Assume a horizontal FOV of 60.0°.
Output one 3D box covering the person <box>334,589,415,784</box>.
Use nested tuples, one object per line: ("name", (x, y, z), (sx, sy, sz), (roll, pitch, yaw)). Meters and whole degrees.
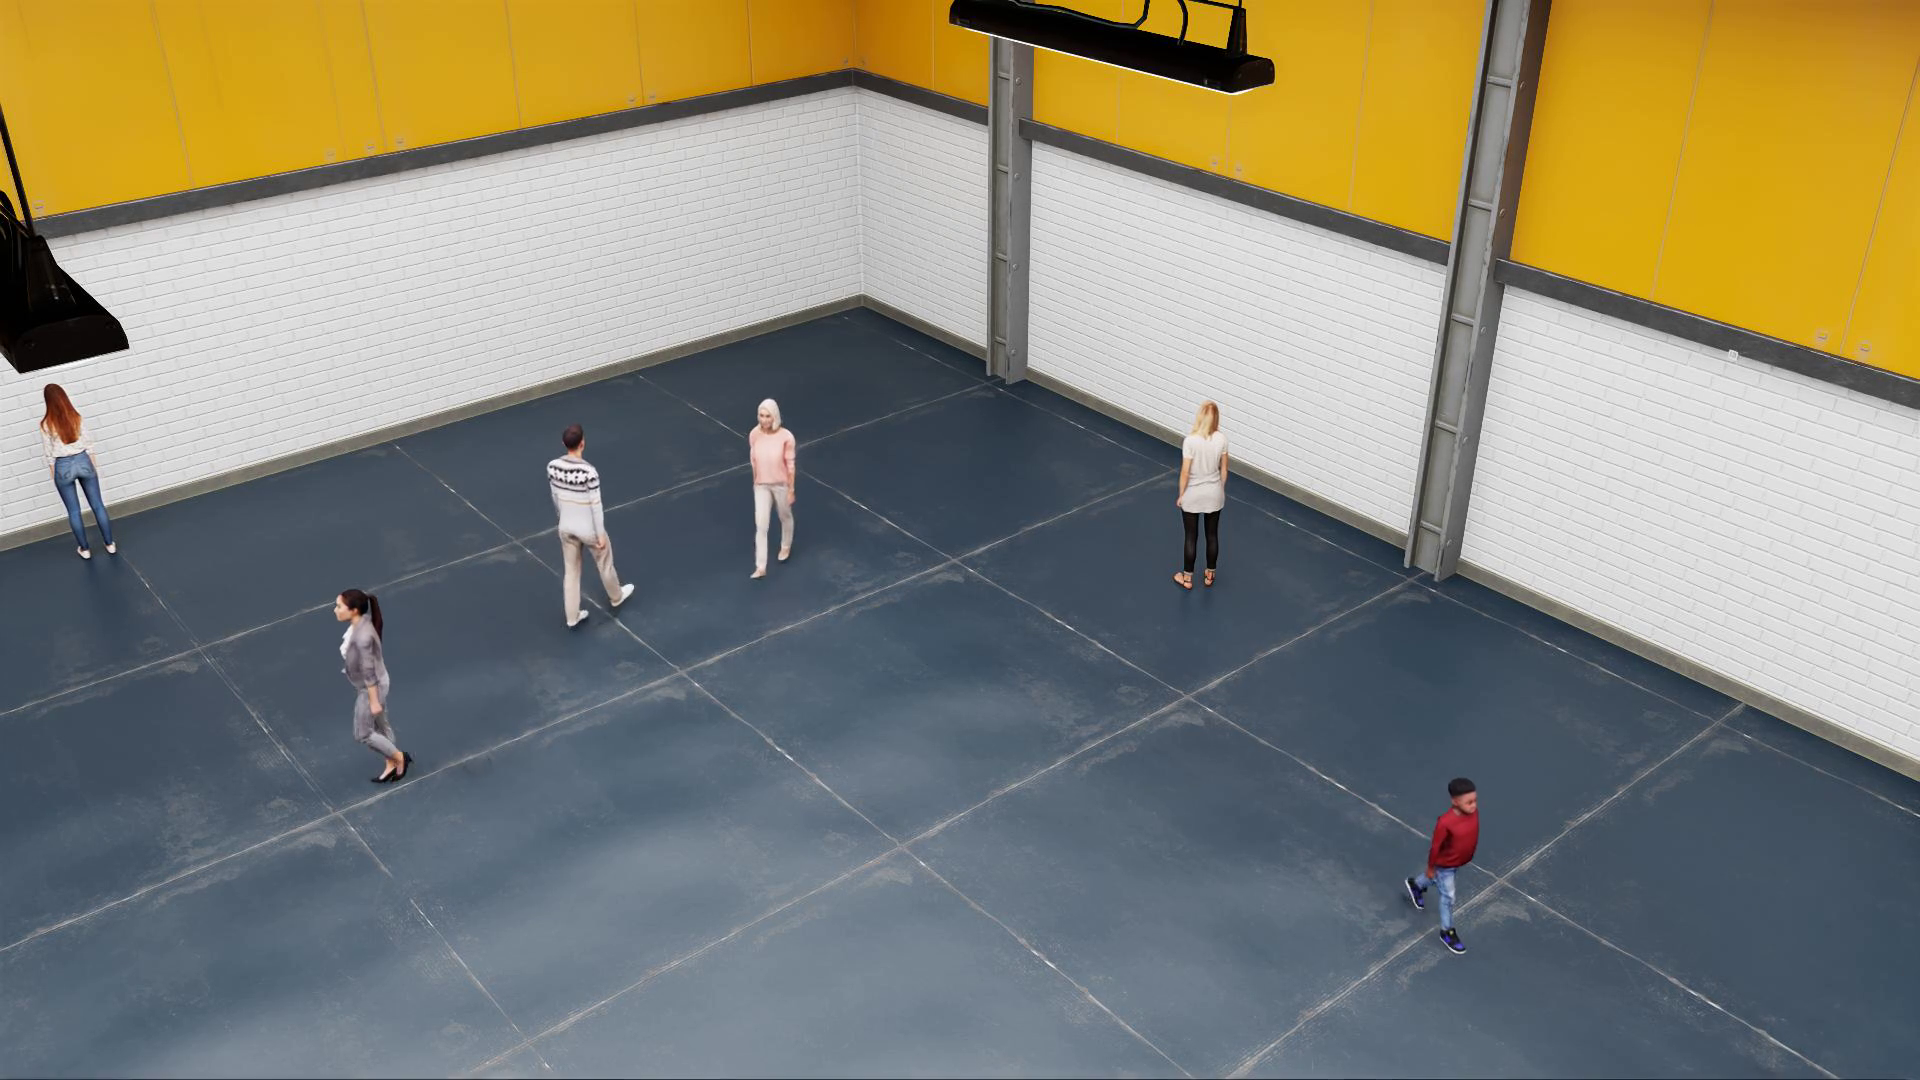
("person", (-4.270, 1.099, 12.310), (0.791, 1.665, 0.668), (-9, 30, -17))

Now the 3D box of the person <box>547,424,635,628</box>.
("person", (-3.304, -0.084, 14.306), (1.091, 1.831, 1.062), (11, 30, 19))

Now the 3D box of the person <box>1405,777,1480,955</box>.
("person", (3.190, 2.063, 10.991), (0.564, 1.236, 0.871), (-18, 33, -29))

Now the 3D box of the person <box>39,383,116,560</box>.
("person", (-8.224, -0.646, 15.442), (0.554, 1.729, 0.496), (-22, 35, -34))

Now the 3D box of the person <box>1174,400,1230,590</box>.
("person", (2.176, -0.401, 14.891), (0.672, 1.827, 0.678), (-5, 29, -10))

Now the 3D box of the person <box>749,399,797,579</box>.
("person", (-1.672, -0.534, 15.279), (1.072, 1.689, 1.072), (6, 29, 11))
